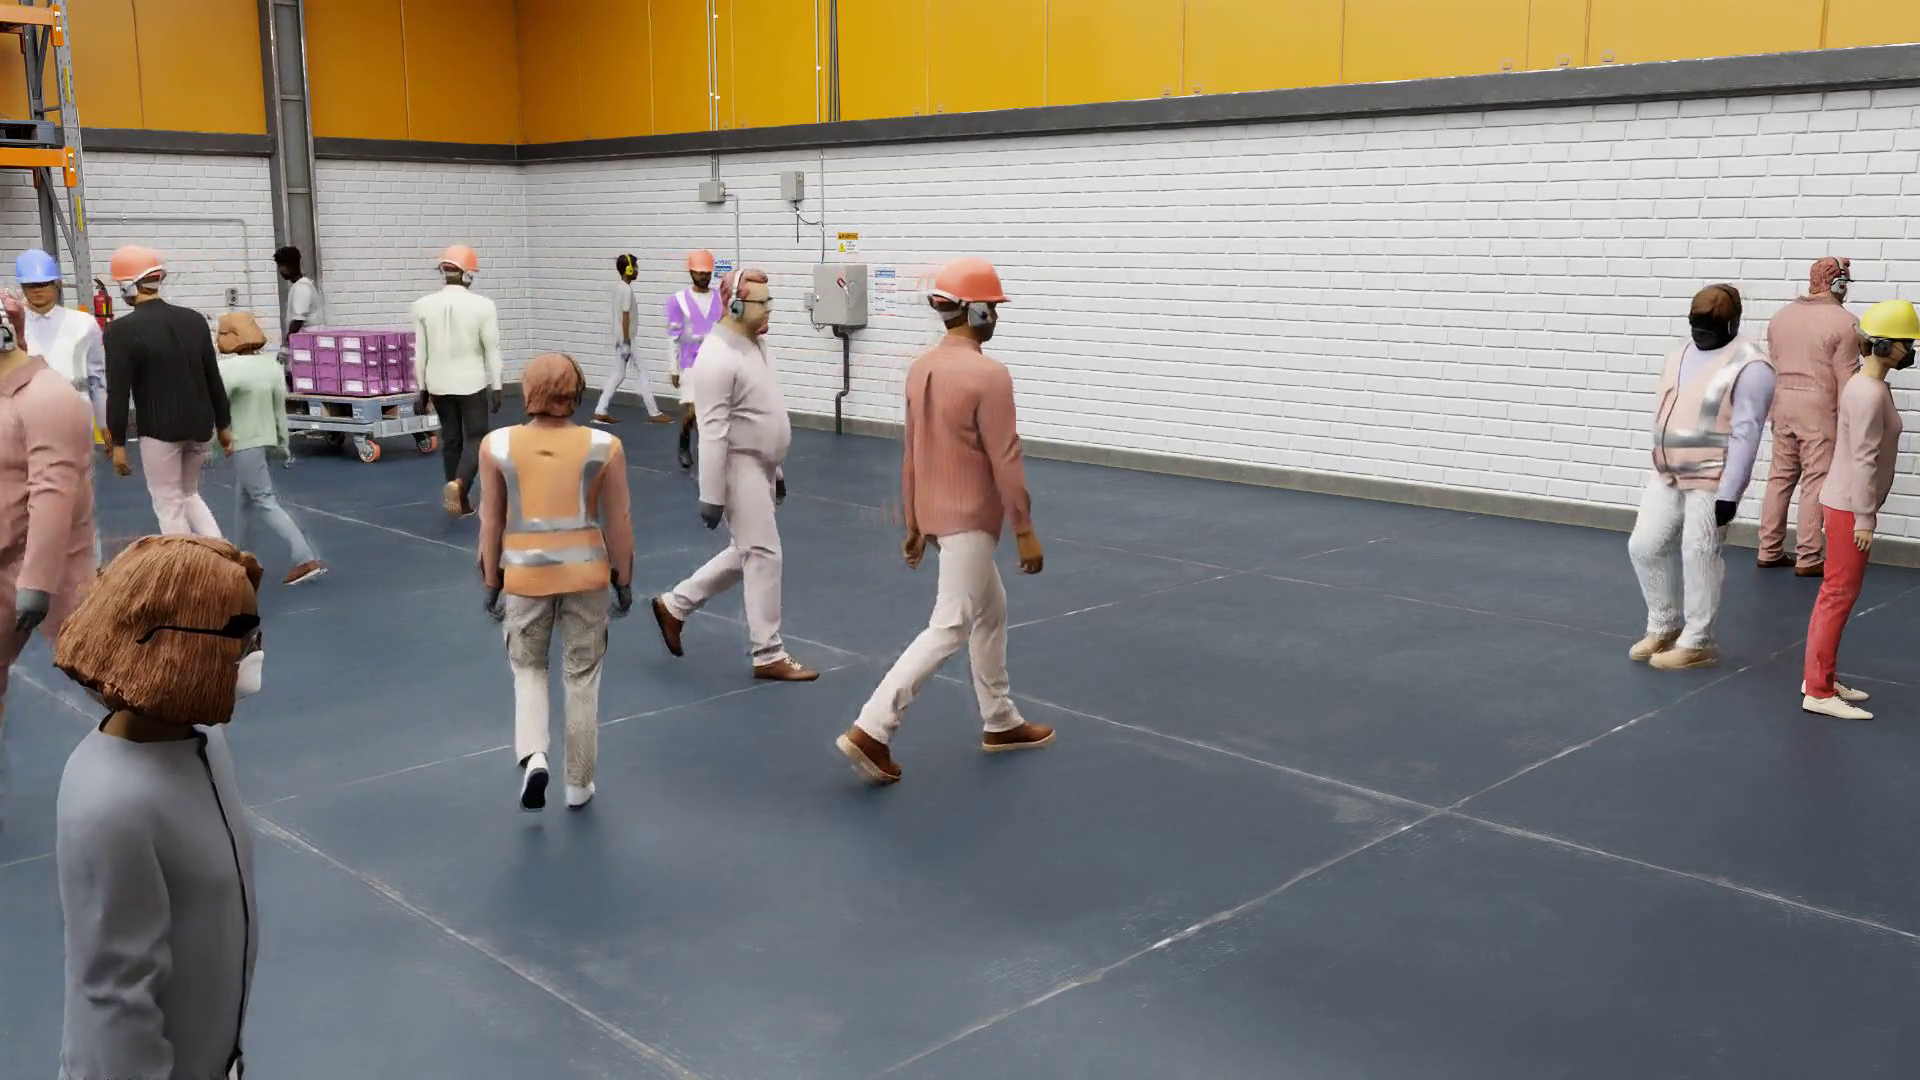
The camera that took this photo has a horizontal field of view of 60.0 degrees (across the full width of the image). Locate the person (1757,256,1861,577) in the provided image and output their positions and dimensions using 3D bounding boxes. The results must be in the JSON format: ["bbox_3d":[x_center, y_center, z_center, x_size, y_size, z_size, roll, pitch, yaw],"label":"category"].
[{"bbox_3d":[5.094,-0.728,9.907,0.402,1.903,0.641,-4,11,-19],"label":"person"}]

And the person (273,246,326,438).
[{"bbox_3d":[-6.518,-1.930,16.414,0.714,1.913,0.647,-5,12,-26],"label":"person"}]

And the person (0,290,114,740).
[{"bbox_3d":[-3.100,0.078,5.625,0.650,1.863,0.986,6,12,31],"label":"person"}]

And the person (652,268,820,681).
[{"bbox_3d":[-1.050,-0.293,7.575,0.764,1.881,0.643,1,10,7],"label":"person"}]

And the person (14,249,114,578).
[{"bbox_3d":[-5.082,-0.639,9.311,0.623,1.942,0.408,-7,12,-32],"label":"person"}]

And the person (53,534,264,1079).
[{"bbox_3d":[-1.118,0.791,2.387,0.308,1.624,0.495,-2,11,-10],"label":"person"}]

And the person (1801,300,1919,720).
[{"bbox_3d":[3.817,-0.127,7.019,0.349,1.759,0.522,5,12,25],"label":"person"}]

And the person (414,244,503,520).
[{"bbox_3d":[-3.533,-1.080,11.660,0.638,1.971,0.721,1,10,3],"label":"person"}]

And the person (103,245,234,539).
[{"bbox_3d":[-4.270,-0.584,8.934,0.497,1.970,0.656,5,11,24],"label":"person"}]

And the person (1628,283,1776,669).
[{"bbox_3d":[3.369,-0.269,7.652,0.486,1.809,0.683,-3,11,-16],"label":"person"}]

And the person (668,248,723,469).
[{"bbox_3d":[-2.160,-1.471,13.904,0.545,1.924,0.547,-5,11,-25],"label":"person"}]

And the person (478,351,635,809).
[{"bbox_3d":[-1.394,0.163,5.777,0.534,1.623,0.411,-2,11,-8],"label":"person"}]

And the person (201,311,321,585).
[{"bbox_3d":[-4.094,-0.533,9.685,0.832,1.593,0.515,2,11,11],"label":"person"}]

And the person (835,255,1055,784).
[{"bbox_3d":[-0.054,-0.077,6.214,0.971,1.958,0.614,-5,12,-27],"label":"person"}]

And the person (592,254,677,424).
[{"bbox_3d":[-3.545,-2.140,17.816,0.885,1.830,0.551,-5,12,-26],"label":"person"}]
